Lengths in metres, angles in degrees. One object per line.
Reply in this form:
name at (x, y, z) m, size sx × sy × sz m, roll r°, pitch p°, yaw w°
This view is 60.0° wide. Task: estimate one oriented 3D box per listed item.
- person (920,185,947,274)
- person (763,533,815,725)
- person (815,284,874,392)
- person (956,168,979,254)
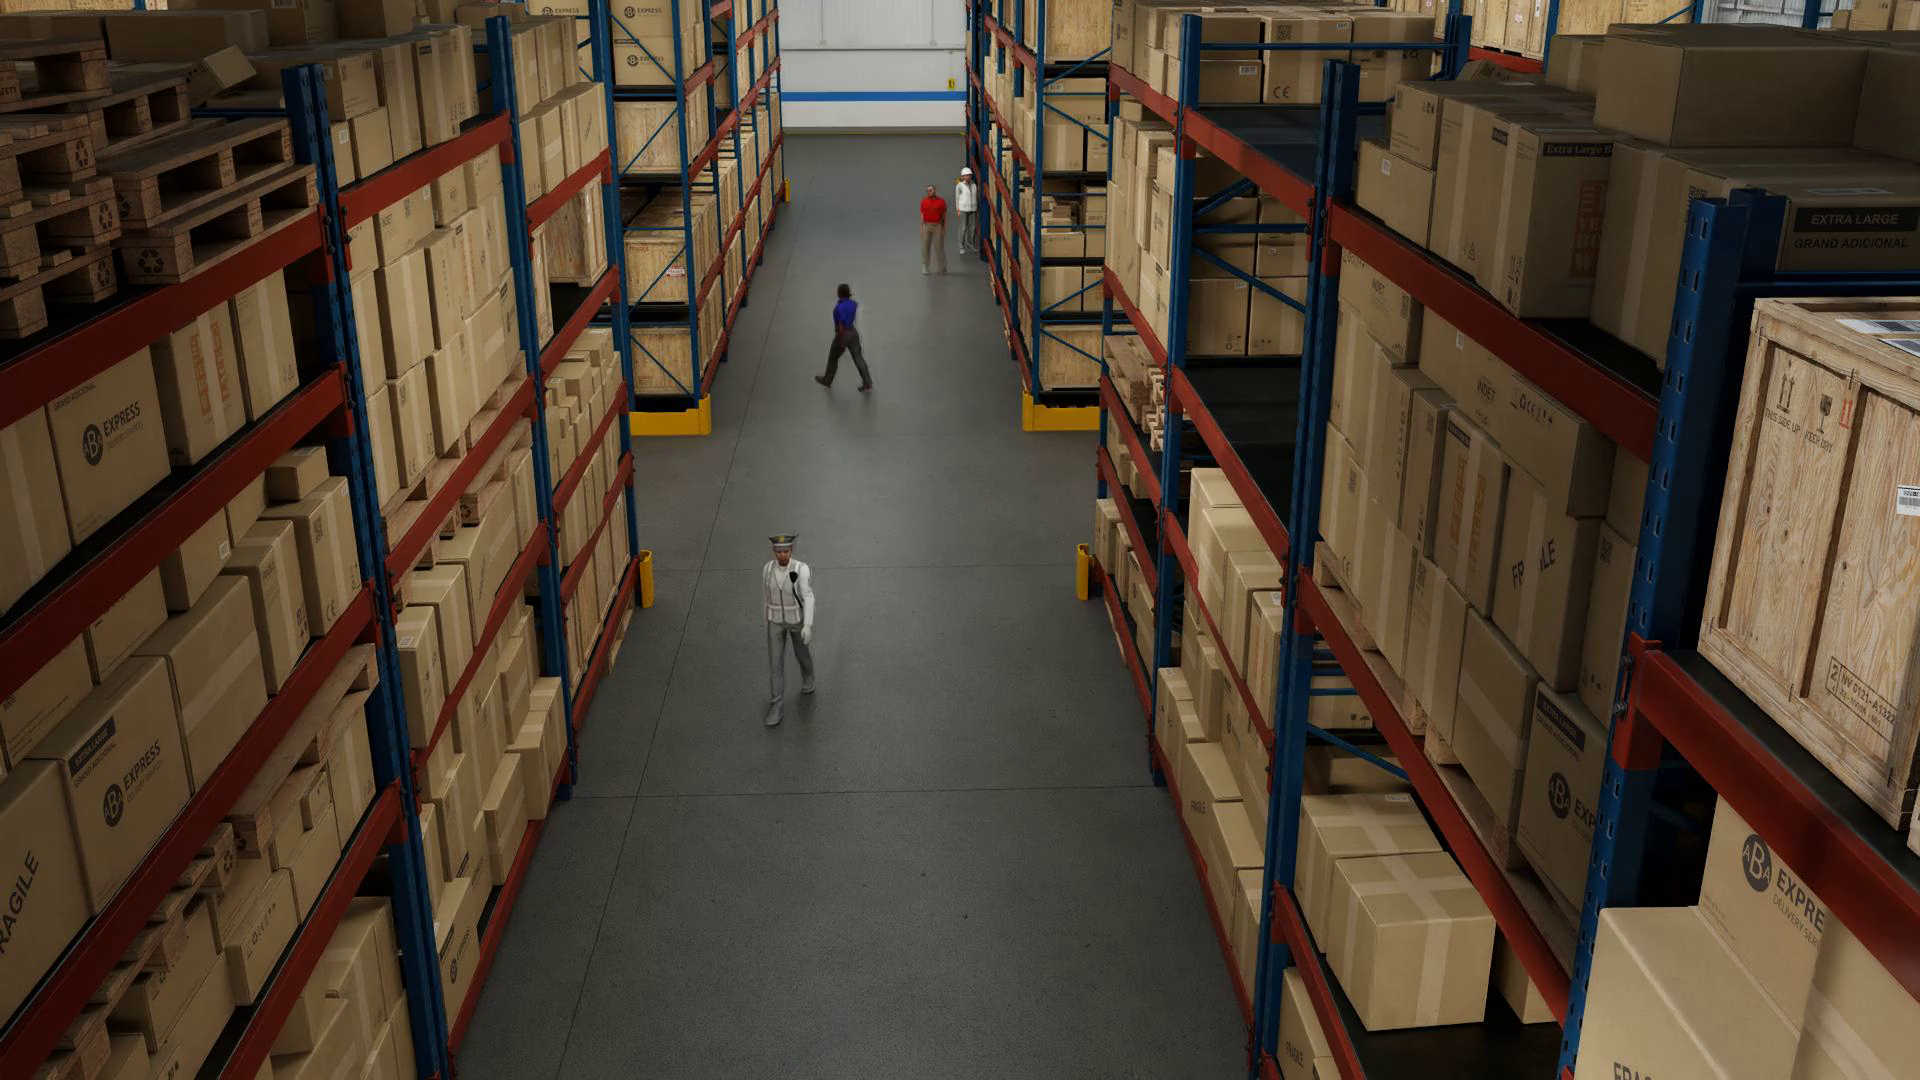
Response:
person at (-0.545, -6.174, 33.106) m, size 0.543 × 1.739 × 0.423 m, roll 5°, pitch 21°, yaw 13°
person at (-1.515, 0.708, 14.713) m, size 0.493 × 1.649 × 0.944 m, roll 2°, pitch 21°, yaw 6°
person at (-1.737, -3.035, 24.799) m, size 0.991 × 1.612 × 0.477 m, roll 17°, pitch 26°, yaw 37°
person at (0.169, -6.963, 35.146) m, size 0.524 × 1.775 × 0.380 m, roll -11°, pitch 23°, yaw -28°
